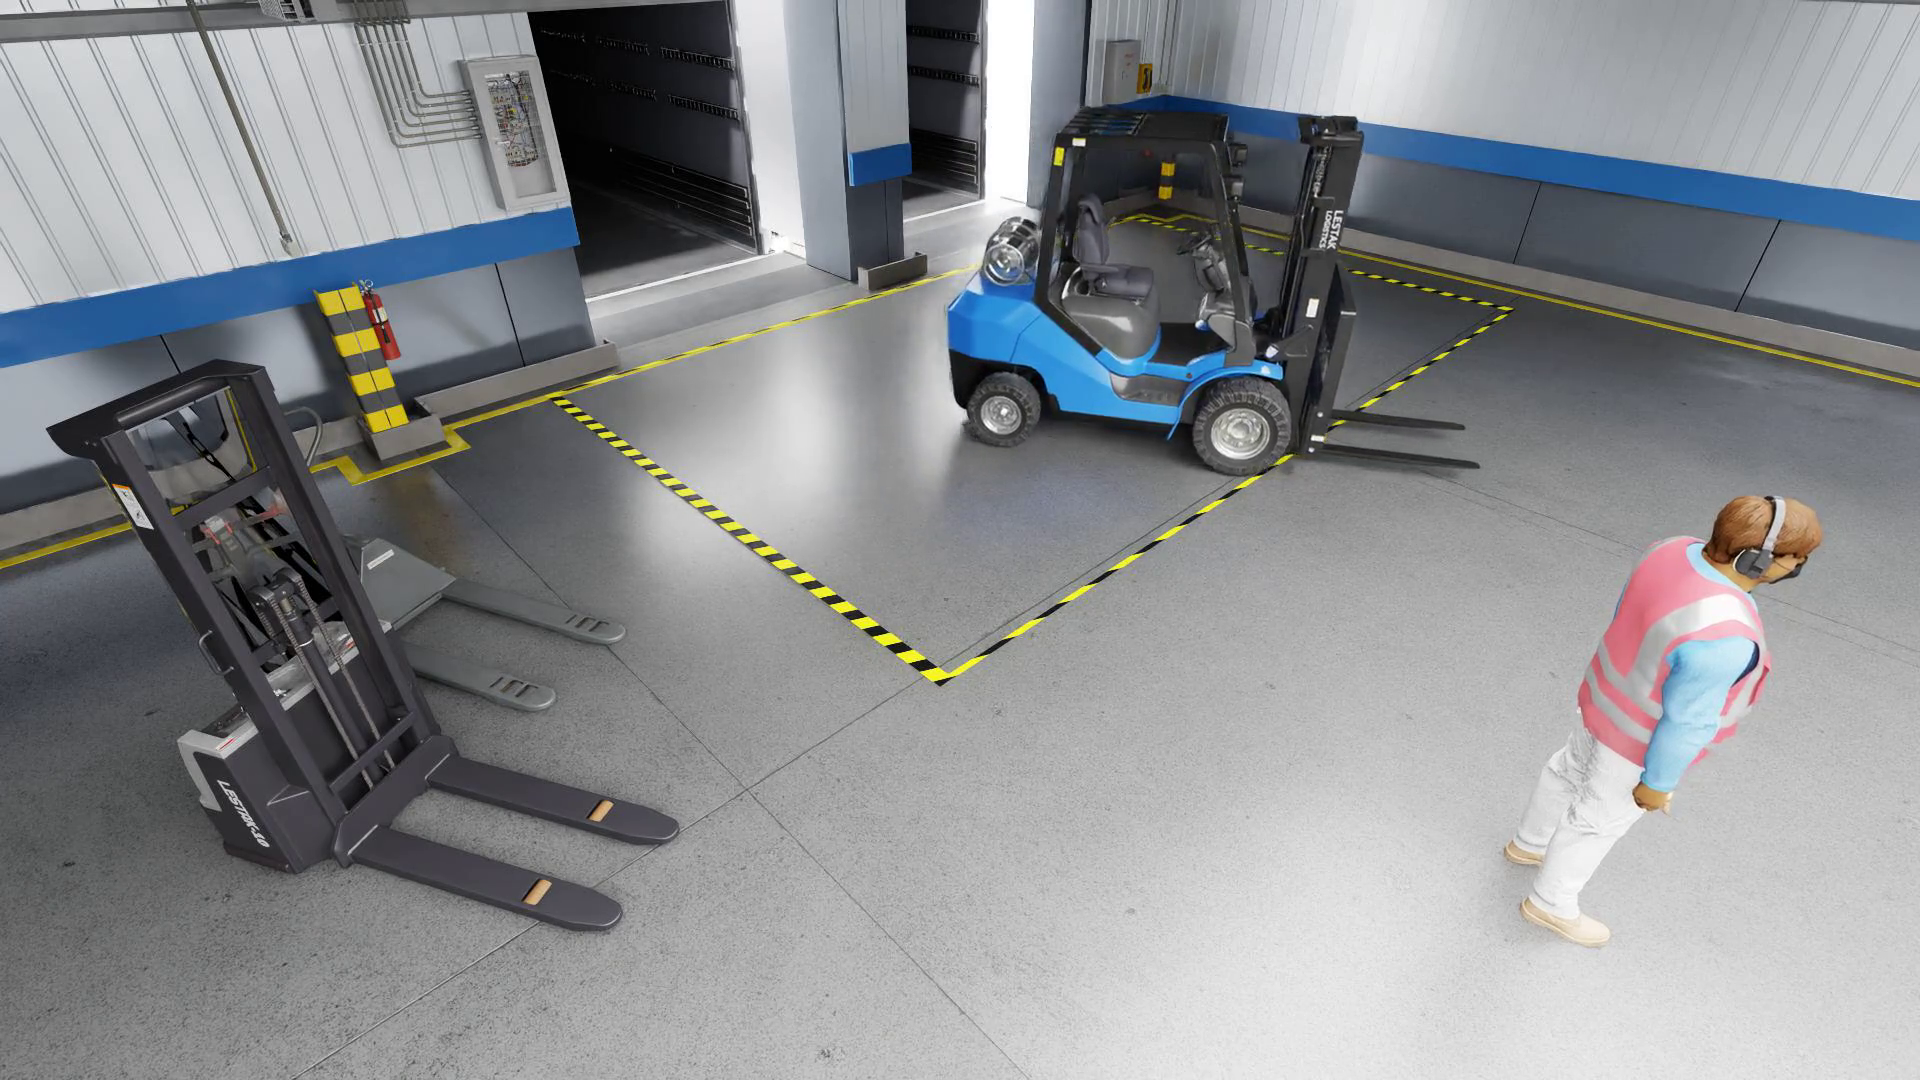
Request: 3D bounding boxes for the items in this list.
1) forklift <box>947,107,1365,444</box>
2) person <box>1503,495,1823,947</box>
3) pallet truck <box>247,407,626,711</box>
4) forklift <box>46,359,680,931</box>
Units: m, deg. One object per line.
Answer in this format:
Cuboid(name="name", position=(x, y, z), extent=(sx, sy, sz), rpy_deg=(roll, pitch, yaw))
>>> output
Cuboid(name="forklift", position=(1.296, -1.867, 6.403), extent=(2.680, 2.036, 1.157), rpy_deg=(9, 35, 13))
Cuboid(name="person", position=(2.364, 0.643, 3.168), extent=(0.430, 1.840, 0.625), rpy_deg=(11, 36, 16))
Cuboid(name="pallet truck", position=(-2.628, 0.038, 4.590), extent=(1.601, 1.201, 0.680), rpy_deg=(12, 36, 18))
Cuboid(name="forklift", position=(-2.135, 0.422, 3.354), extent=(1.885, 1.965, 0.823), rpy_deg=(10, 35, 14))
